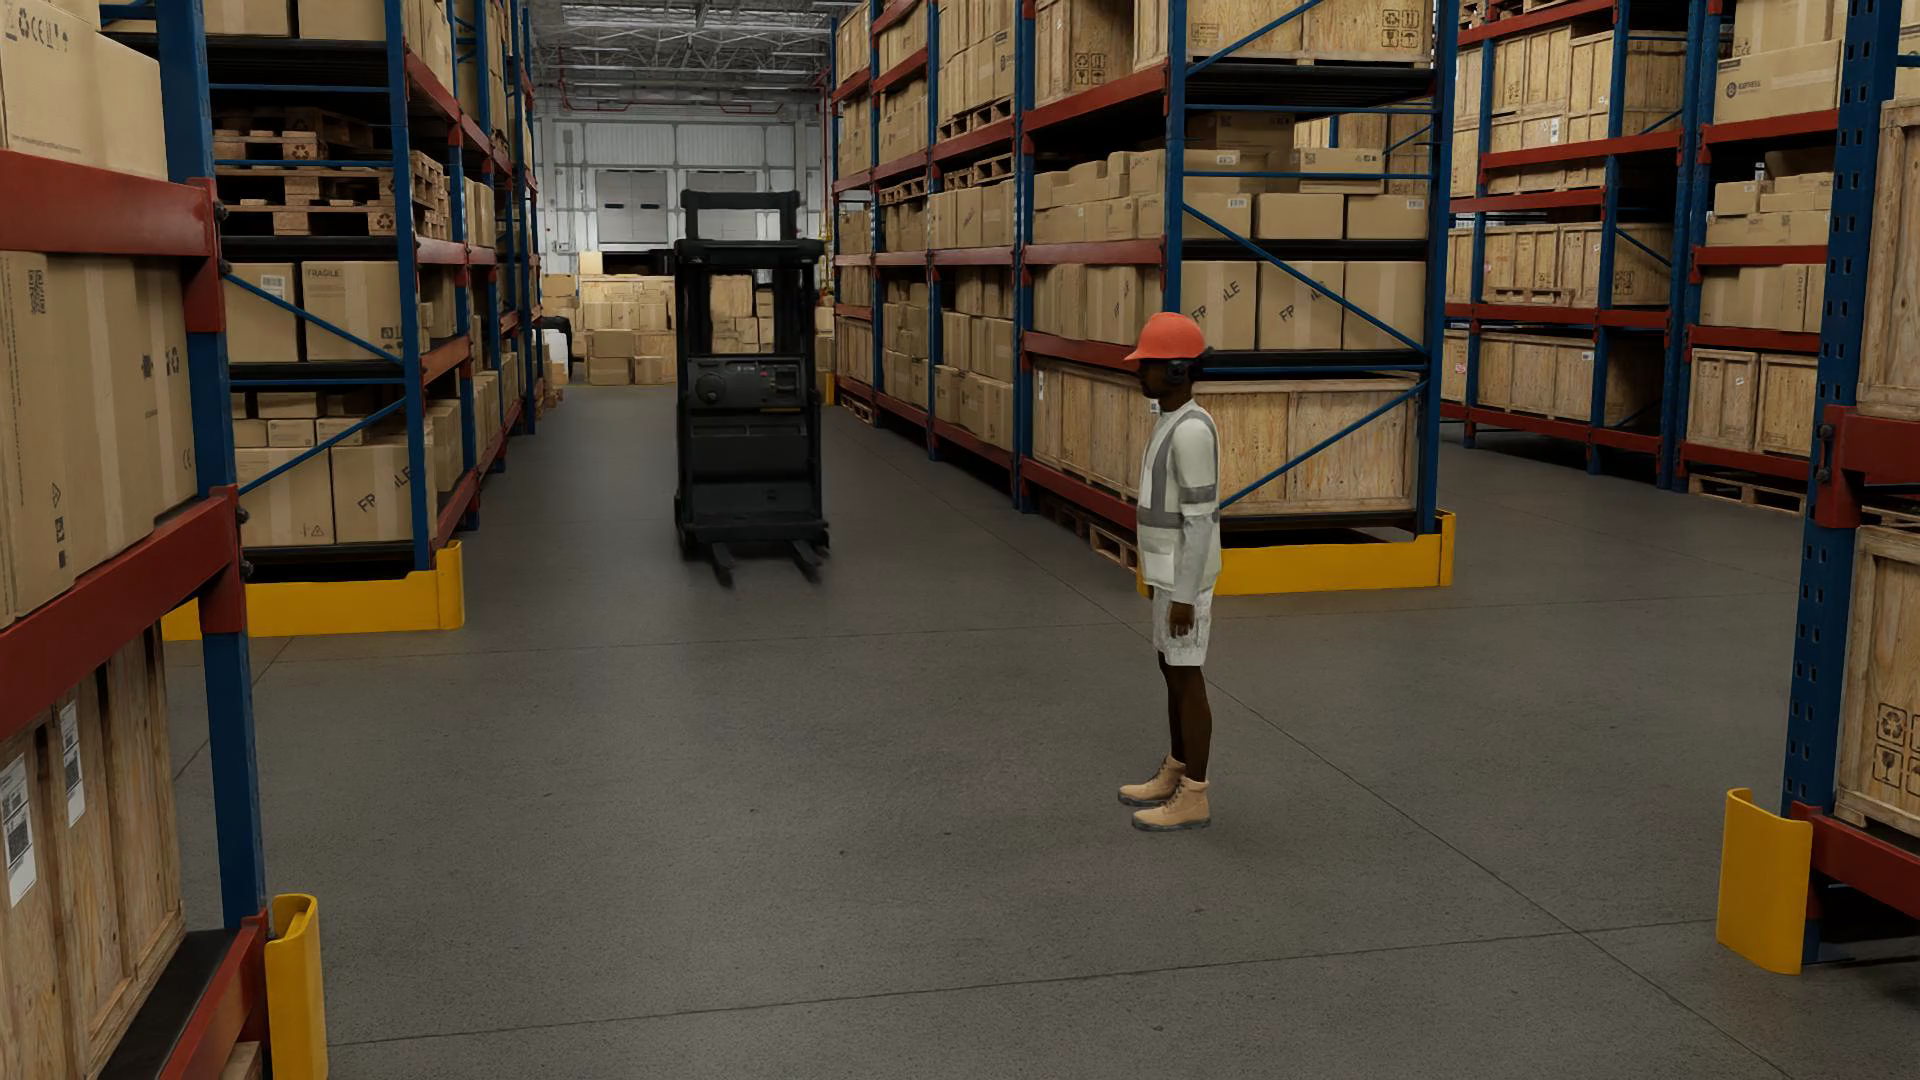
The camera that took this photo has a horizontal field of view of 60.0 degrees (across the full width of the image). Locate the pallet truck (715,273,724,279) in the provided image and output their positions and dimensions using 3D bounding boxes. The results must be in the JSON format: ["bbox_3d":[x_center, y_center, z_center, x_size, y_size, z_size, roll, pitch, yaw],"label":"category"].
[{"bbox_3d":[-8.580,-8.986,62.280,1.885,1.965,0.823,1,9,5],"label":"pallet truck"}]

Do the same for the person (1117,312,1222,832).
[{"bbox_3d":[0.831,0.131,6.568,0.391,2.045,0.608,0,9,0],"label":"person"}]

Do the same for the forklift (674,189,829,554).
[{"bbox_3d":[-1.758,-1.420,13.477,1.129,2.768,1.873,-2,10,-12],"label":"forklift"}]

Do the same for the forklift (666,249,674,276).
[{"bbox_3d":[-9.168,-8.197,54.788,1.873,2.768,1.129,9,13,43],"label":"forklift"}]
